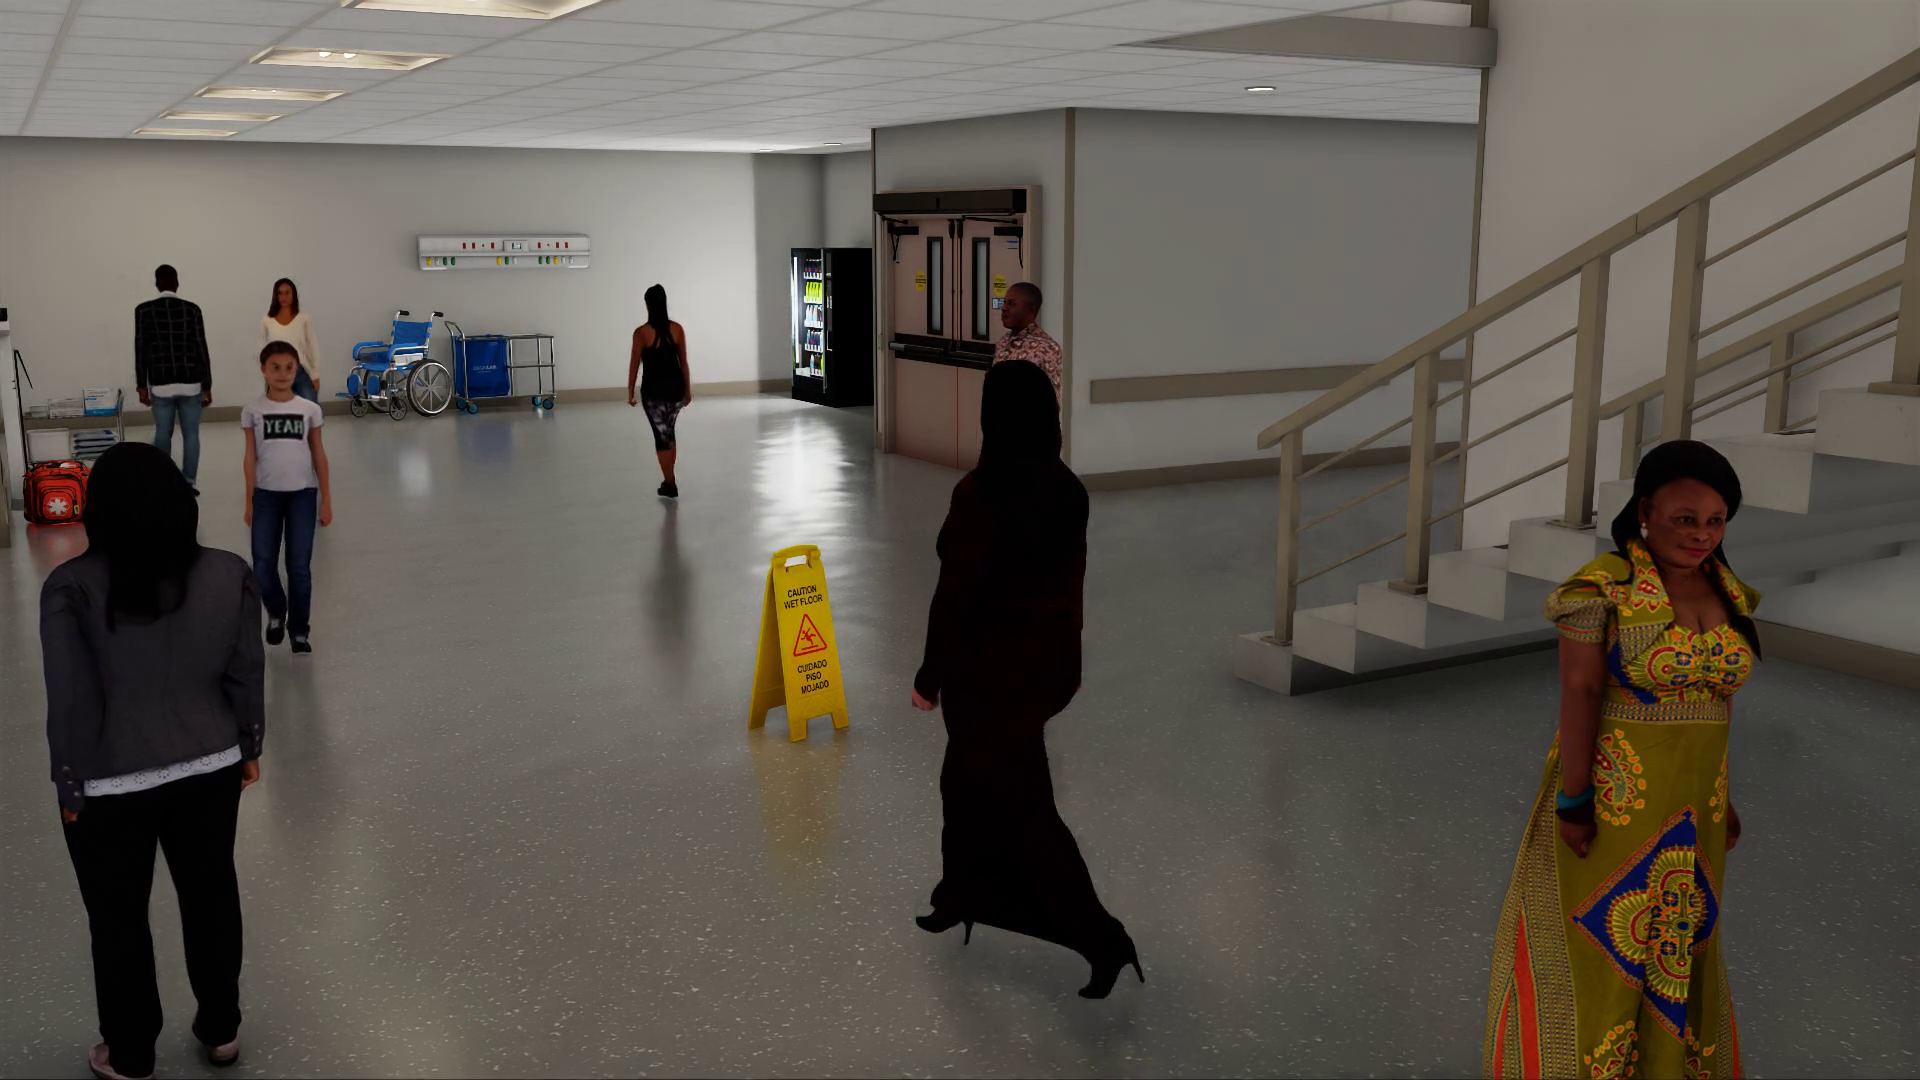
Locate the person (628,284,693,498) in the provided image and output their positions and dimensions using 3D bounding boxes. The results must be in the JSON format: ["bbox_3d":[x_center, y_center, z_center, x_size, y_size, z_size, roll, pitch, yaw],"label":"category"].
[{"bbox_3d":[-2.278,-1.148,12.913,0.626,1.654,0.625,-7,13,-32],"label":"person"}]

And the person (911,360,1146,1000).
[{"bbox_3d":[0.210,0.416,4.493,1.167,1.721,0.971,7,13,31],"label":"person"}]

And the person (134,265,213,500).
[{"bbox_3d":[-5.948,-1.161,12.579,0.775,1.804,0.939,-4,11,-18],"label":"person"}]

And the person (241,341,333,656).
[{"bbox_3d":[-3.374,-0.223,8.296,0.585,1.558,0.640,-4,12,-22],"label":"person"}]

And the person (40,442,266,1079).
[{"bbox_3d":[-1.982,0.554,4.092,0.749,1.599,0.744,10,15,43],"label":"person"}]

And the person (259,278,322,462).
[{"bbox_3d":[-5.565,-1.333,13.873,0.787,1.659,1.044,-3,11,-14],"label":"person"}]

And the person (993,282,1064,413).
[{"bbox_3d":[0.347,-0.497,9.070,0.762,1.808,0.564,-8,13,-36],"label":"person"}]

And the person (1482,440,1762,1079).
[{"bbox_3d":[1.539,0.586,3.761,0.904,1.659,0.840,-4,11,-19],"label":"person"}]
